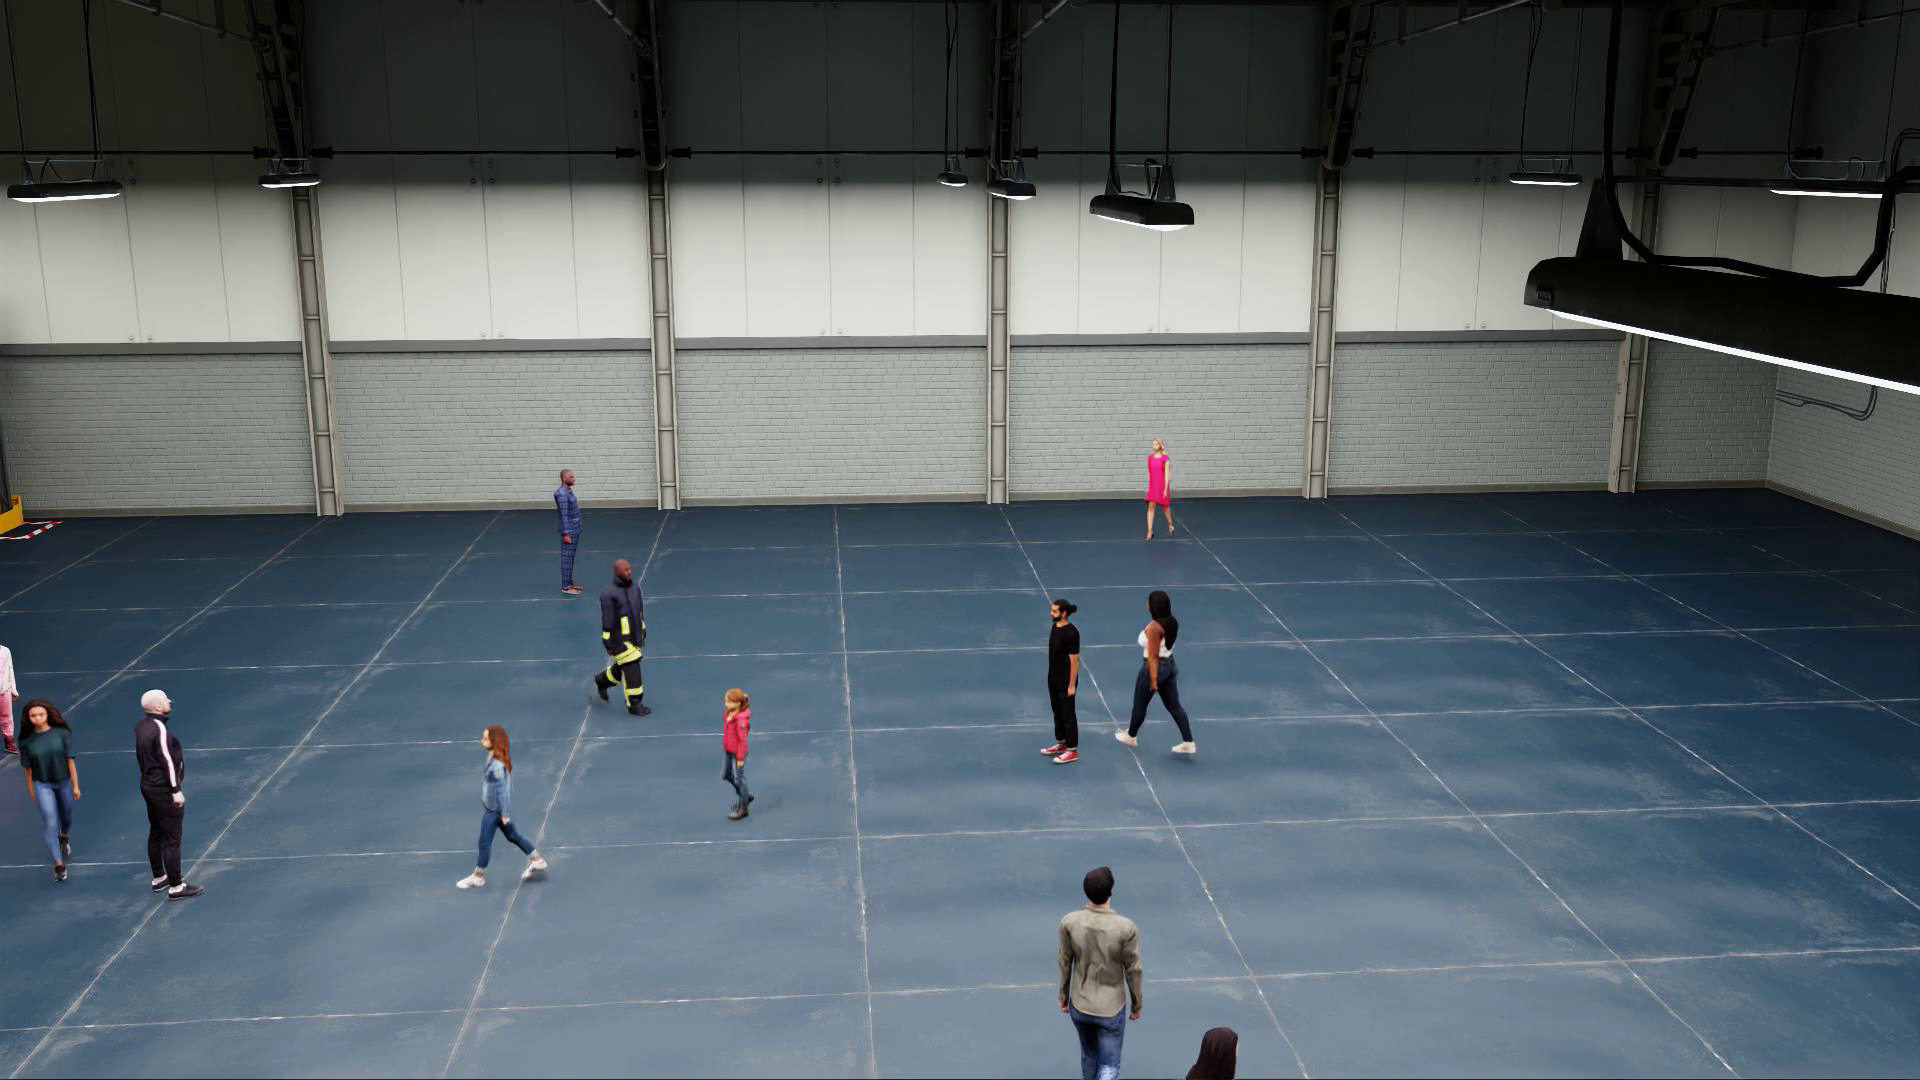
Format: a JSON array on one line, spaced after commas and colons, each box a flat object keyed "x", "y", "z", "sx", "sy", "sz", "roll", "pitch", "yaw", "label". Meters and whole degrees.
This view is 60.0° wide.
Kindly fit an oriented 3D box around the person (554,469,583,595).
[{"x": -5.727, "y": -0.145, "z": 24.335, "sx": 0.570, "sy": 1.824, "sz": 0.658, "roll": -1, "pitch": 13, "yaw": -6, "label": "person"}]

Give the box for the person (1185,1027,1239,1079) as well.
[{"x": 1.285, "y": 3.447, "z": 8.950, "sx": 0.679, "sy": 1.766, "sz": 0.696, "roll": -6, "pitch": 14, "yaw": -24, "label": "person"}]

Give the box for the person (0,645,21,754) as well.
[{"x": -10.274, "y": 1.588, "z": 17.701, "sx": 0.685, "sy": 1.441, "sz": 0.623, "roll": 11, "pitch": 17, "yaw": 39, "label": "person"}]

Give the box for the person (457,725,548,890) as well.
[{"x": -3.953, "y": 2.322, "z": 14.510, "sx": 1.057, "sy": 1.450, "sz": 0.733, "roll": -5, "pitch": 14, "yaw": -19, "label": "person"}]

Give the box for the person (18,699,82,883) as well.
[{"x": -8.086, "y": 2.176, "z": 14.836, "sx": 1.080, "sy": 1.587, "sz": 0.960, "roll": -8, "pitch": 15, "yaw": -32, "label": "person"}]

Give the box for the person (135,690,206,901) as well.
[{"x": -6.873, "y": 2.172, "z": 14.303, "sx": 0.761, "sy": 1.836, "sz": 0.813, "roll": 11, "pitch": 17, "yaw": 41, "label": "person"}]

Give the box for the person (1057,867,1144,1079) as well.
[{"x": 0.863, "y": 3.015, "z": 10.646, "sx": 1.150, "sy": 1.843, "sz": 1.042, "roll": 4, "pitch": 14, "yaw": 17, "label": "person"}]

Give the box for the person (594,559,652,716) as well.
[{"x": -3.911, "y": 1.096, "z": 19.041, "sx": 1.279, "sy": 1.795, "sz": 1.153, "roll": 8, "pitch": 15, "yaw": 31, "label": "person"}]

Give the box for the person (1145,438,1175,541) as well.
[{"x": 3.367, "y": -0.853, "z": 27.693, "sx": 1.046, "sy": 1.689, "sz": 1.030, "roll": 8, "pitch": 15, "yaw": 30, "label": "person"}]

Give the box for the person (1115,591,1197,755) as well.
[{"x": 2.192, "y": 1.450, "z": 17.585, "sx": 1.222, "sy": 1.762, "sz": 1.191, "roll": 12, "pitch": 18, "yaw": 41, "label": "person"}]

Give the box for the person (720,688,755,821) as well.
[{"x": -2.100, "y": 2.042, "z": 16.036, "sx": 0.664, "sy": 1.307, "sz": 0.624, "roll": -9, "pitch": 16, "yaw": -33, "label": "person"}]

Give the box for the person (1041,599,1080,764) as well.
[{"x": 1.094, "y": 1.466, "z": 17.530, "sx": 0.646, "sy": 1.755, "sz": 0.692, "roll": -6, "pitch": 14, "yaw": -24, "label": "person"}]
